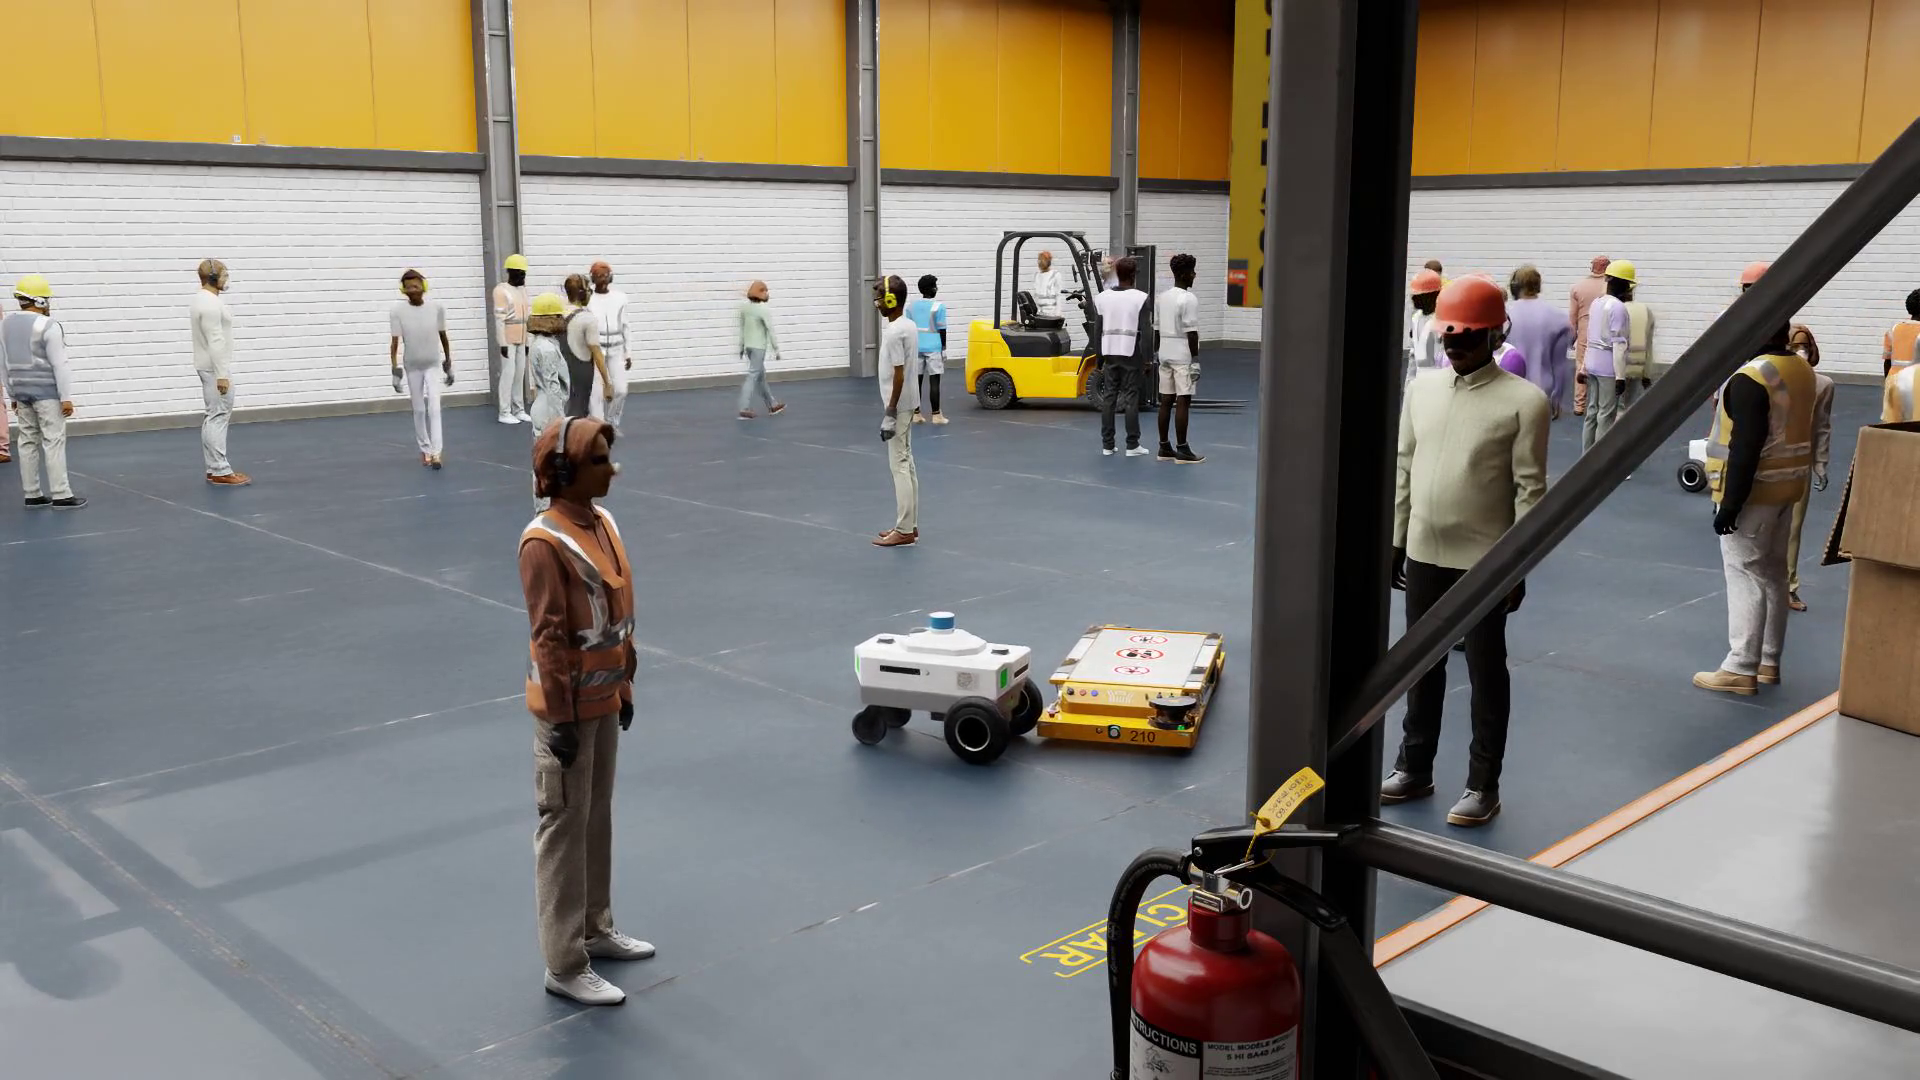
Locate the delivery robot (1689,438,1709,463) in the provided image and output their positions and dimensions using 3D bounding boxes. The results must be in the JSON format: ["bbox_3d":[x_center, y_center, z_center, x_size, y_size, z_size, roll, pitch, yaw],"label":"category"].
[{"bbox_3d":[6.404,-0.693,13.722,0.477,0.478,0.707,-7,12,-32],"label":"delivery robot"}]

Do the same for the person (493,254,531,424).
[{"bbox_3d":[-5.059,-2.280,18.922,0.413,1.917,0.597,3,11,18],"label":"person"}]

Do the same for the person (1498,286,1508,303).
[{"bbox_3d":[5.499,-1.843,17.390,0.551,1.604,0.507,6,12,28],"label":"person"}]

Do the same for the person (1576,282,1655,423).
[{"bbox_3d":[5.999,-1.532,15.152,0.616,1.797,0.587,-4,11,-23],"label":"person"}]

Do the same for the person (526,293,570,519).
[{"bbox_3d":[-2.796,-0.819,11.424,0.294,1.744,0.487,-5,11,-24],"label":"person"}]

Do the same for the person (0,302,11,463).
[{"bbox_3d":[-9.182,-1.649,15.522,0.636,1.903,0.404,7,13,34],"label":"person"}]

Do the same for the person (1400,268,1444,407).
[{"bbox_3d":[3.913,-1.235,13.345,0.905,1.893,0.566,-1,10,-5],"label":"person"}]

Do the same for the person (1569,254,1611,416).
[{"bbox_3d":[7.519,-2.407,19.636,0.639,1.910,0.407,6,12,30],"label":"person"}]

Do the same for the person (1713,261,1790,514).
[{"bbox_3d":[5.992,-1.139,12.633,0.545,1.940,0.352,8,13,38],"label":"person"}]

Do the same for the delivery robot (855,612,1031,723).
[{"bbox_3d":[-0.075,0.545,6.968,0.707,0.478,0.477,4,11,21],"label":"delivery robot"}]

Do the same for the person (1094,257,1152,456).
[{"bbox_3d":[1.574,-1.771,16.136,0.590,1.918,0.386,6,12,31],"label":"person"}]

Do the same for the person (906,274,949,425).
[{"bbox_3d":[-0.371,-2.138,18.733,0.535,1.699,0.321,6,12,31],"label":"person"}]

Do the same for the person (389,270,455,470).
[{"bbox_3d":[-4.878,-1.533,15.112,0.540,1.813,0.954,-3,11,-17],"label":"person"}]

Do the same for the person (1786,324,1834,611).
[{"bbox_3d":[4.683,-0.408,9.472,0.502,1.636,0.280,1,10,6],"label":"person"}]

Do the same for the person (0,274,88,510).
[{"bbox_3d":[-7.150,-1.144,12.948,0.595,1.831,0.403,3,11,17],"label":"person"}]

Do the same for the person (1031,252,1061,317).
[{"bbox_3d":[1.332,-3.567,26.085,0.617,1.871,0.432,10,14,43],"label":"person"}]

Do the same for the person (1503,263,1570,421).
[{"bbox_3d":[4.066,-1.029,12.056,0.668,1.929,0.426,0,10,0],"label":"person"}]

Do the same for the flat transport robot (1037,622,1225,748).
[{"bbox_3d":[0.812,0.628,7.547,0.652,0.197,1.431,3,11,14],"label":"flat transport robot"}]

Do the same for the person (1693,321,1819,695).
[{"bbox_3d":[3.711,-0.199,7.789,0.629,1.836,0.429,-9,14,-40],"label":"person"}]

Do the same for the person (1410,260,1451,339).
[{"bbox_3d":[6.387,-2.840,22.282,0.633,1.811,0.809,-3,11,-15],"label":"person"}]

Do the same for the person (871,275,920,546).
[{"bbox_3d":[-0.446,-0.882,11.440,0.328,1.865,0.519,2,11,9],"label":"person"}]

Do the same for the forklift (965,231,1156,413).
[{"bbox_3d":[1.222,-2.721,20.561,2.313,2.155,1.214,2,11,13],"label":"forklift"}]

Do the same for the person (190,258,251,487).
[{"bbox_3d":[-6.341,-1.426,14.198,0.357,1.937,0.638,-6,12,-30],"label":"person"}]

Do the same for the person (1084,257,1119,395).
[{"bbox_3d":[2.103,-2.844,22.209,1.005,1.858,0.693,-1,10,-7],"label":"person"}]

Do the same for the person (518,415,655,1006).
[{"bbox_3d":[-1.066,0.467,4.688,0.307,1.642,0.514,1,10,6],"label":"person"}]

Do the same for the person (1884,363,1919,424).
[{"bbox_3d":[4.371,-0.161,7.361,0.437,1.913,0.584,-9,14,-40],"label":"person"}]

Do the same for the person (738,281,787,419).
[{"bbox_3d":[-2.297,-2.224,19.473,0.825,1.589,0.529,-10,14,-43],"label":"person"}]

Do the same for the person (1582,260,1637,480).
[{"bbox_3d":[5.691,-1.484,14.573,0.376,1.918,0.584,-1,10,-3],"label":"person"}]

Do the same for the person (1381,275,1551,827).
[{"bbox_3d":[1.817,0.038,6.072,0.384,1.991,0.609,-9,14,-41],"label":"person"}]

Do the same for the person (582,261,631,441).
[{"bbox_3d":[-3.610,-1.881,16.871,0.594,1.871,0.402,-6,12,-28],"label":"person"}]

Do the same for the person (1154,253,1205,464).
[{"bbox_3d":[2.062,-1.702,15.627,0.368,1.966,0.603,-6,12,-28],"label":"person"}]

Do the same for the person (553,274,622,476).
[{"bbox_3d":[-3.141,-1.332,14.050,0.541,1.803,0.914,8,13,36],"label":"person"}]

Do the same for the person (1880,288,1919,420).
[{"bbox_3d":[7.959,-1.254,13.919,0.316,1.695,0.541,-3,11,-18],"label":"person"}]

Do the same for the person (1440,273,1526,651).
[{"bbox_3d":[2.620,-0.396,8.586,0.362,1.936,0.552,-5,12,-27],"label":"person"}]
